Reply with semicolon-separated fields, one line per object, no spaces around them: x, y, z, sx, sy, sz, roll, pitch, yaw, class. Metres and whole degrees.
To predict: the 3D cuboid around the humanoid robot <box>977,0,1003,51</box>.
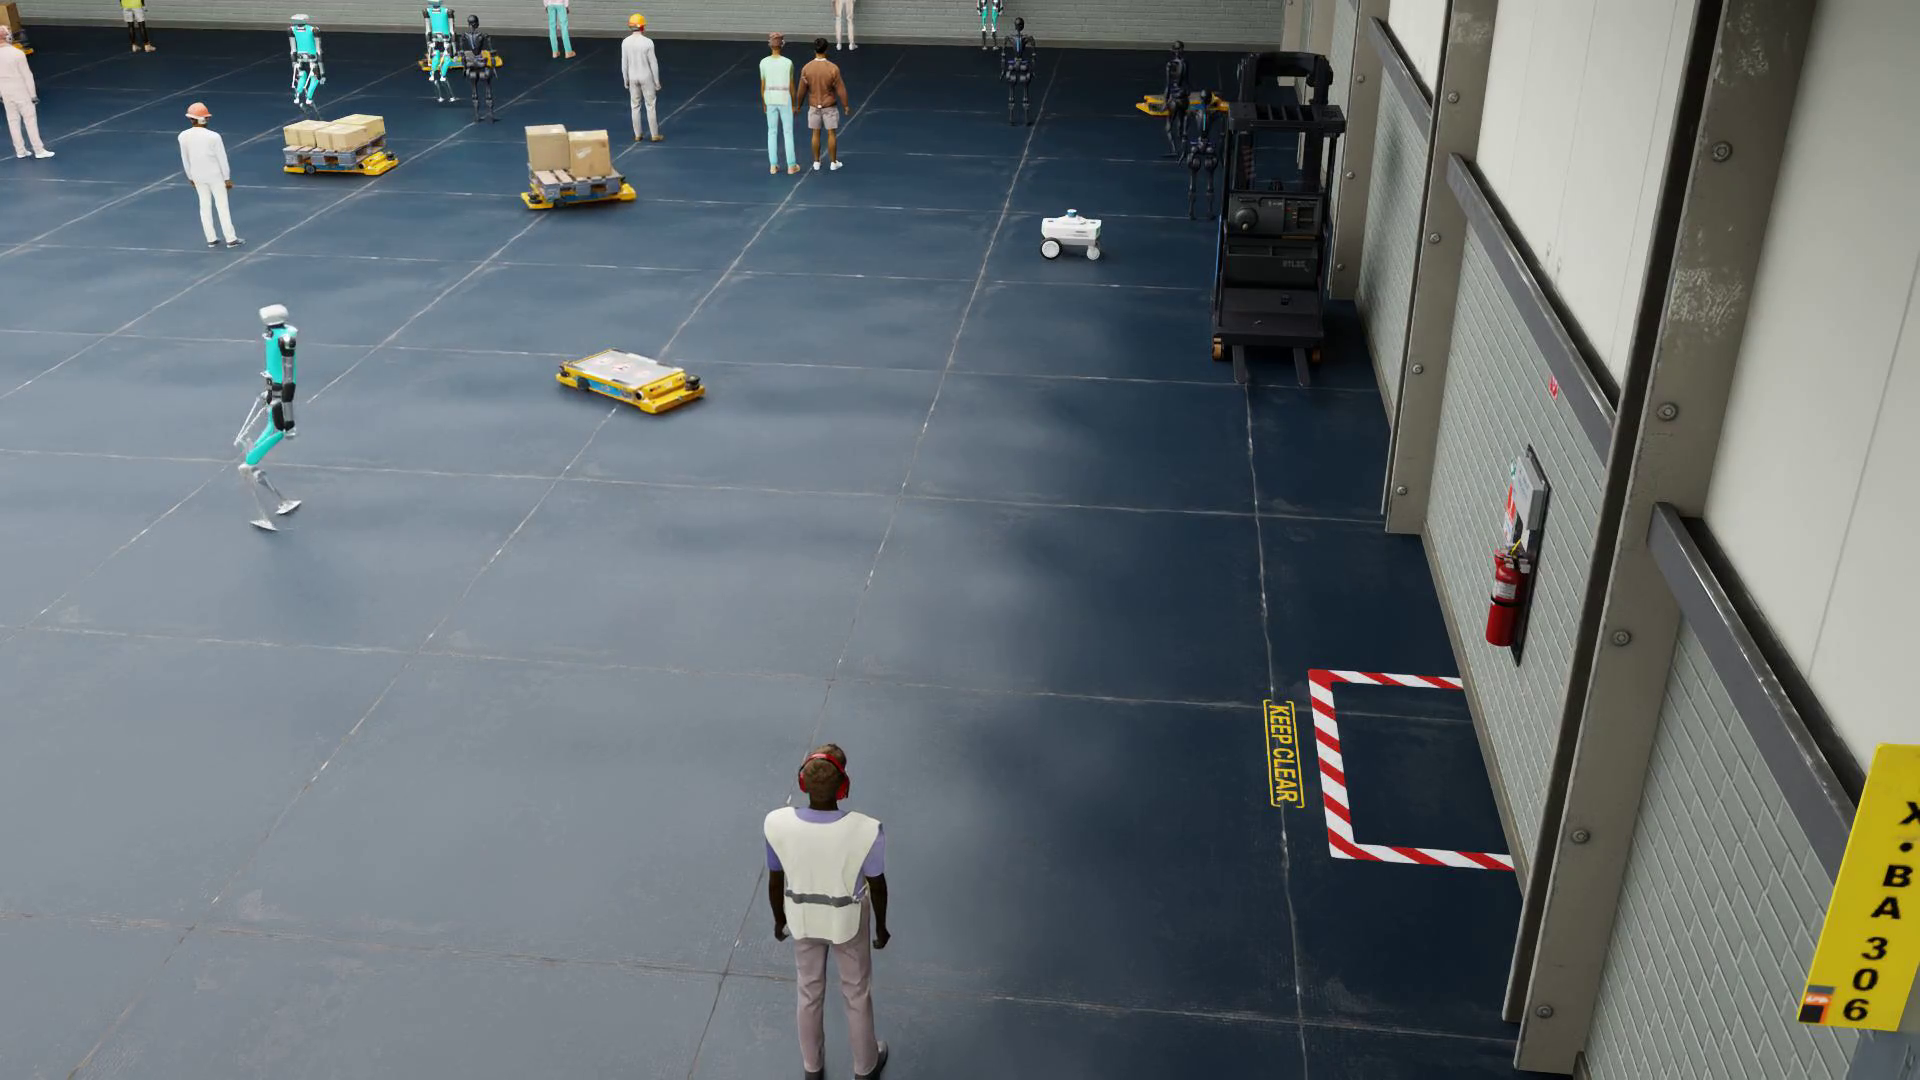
0.551;-10.155;31.624;0.533;1.675;0.735;3;27;6;humanoid robot

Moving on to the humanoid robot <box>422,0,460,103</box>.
-8.616;-8.057;27.434;0.533;1.677;0.735;3;27;6;humanoid robot

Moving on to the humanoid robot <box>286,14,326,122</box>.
-10.212;-7.266;25.855;0.533;1.677;0.735;3;27;6;humanoid robot

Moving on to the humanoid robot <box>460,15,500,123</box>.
-7.706;-7.544;26.610;0.599;1.657;0.315;3;27;6;humanoid robot

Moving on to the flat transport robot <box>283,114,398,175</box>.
-8.950;-5.469;24.056;1.431;0.231;0.659;3;27;6;flat transport robot

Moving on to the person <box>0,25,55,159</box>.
-13.836;-6.562;24.412;0.642;1.909;0.404;4;27;8;person

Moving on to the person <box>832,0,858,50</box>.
-2.263;-10.484;32.274;0.500;1.878;0.408;4;27;8;person

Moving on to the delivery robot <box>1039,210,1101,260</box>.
1.353;-3.728;20.229;0.739;0.566;0.499;3;27;6;delivery robot

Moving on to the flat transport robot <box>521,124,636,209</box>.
-5.182;-4.720;22.562;1.431;0.231;0.659;-11;29;-21;flat transport robot

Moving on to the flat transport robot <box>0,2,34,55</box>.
-18.626;-9.385;31.874;1.431;0.231;0.659;3;27;6;flat transport robot

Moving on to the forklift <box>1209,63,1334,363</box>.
3.241;-3.477;17.183;1.129;2.768;1.873;3;27;6;forklift

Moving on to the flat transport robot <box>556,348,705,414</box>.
-3.233;-1.568;16.269;1.431;0.231;0.659;19;32;33;flat transport robot

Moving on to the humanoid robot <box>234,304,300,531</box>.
-5.676;-0.968;13.423;0.868;1.769;0.603;-16;31;-28;humanoid robot

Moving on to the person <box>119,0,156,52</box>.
-15.956;-10.293;32.088;0.534;1.698;0.322;4;27;8;person

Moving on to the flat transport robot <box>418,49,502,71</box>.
-9.311;-8.931;30.967;1.431;0.231;0.659;-11;29;-21;flat transport robot

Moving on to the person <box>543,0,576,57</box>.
-7.658;-10.146;31.563;0.490;1.913;0.372;4;27;8;person

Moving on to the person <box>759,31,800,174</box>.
-2.575;-6.190;23.592;0.484;1.978;0.411;4;27;8;person

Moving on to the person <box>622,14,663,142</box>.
-4.867;-7.041;25.383;0.571;1.891;0.376;4;27;8;person

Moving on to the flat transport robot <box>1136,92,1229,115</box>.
3.709;-7.228;27.569;1.431;0.231;0.659;-8;28;-16;flat transport robot

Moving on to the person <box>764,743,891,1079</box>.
-0.616;1.794;7.795;0.563;1.846;0.397;4;27;8;person

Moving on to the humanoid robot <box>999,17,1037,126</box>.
0.921;-7.433;26.390;0.599;1.657;0.315;3;27;6;humanoid robot

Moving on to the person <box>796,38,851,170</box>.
-1.979;-6.237;23.817;0.790;1.856;0.403;4;27;8;person

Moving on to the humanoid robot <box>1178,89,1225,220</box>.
3.131;-4.990;21.512;0.599;1.657;0.315;3;27;6;humanoid robot

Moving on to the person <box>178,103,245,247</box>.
-9.207;-4.470;20.407;0.563;1.747;0.336;4;27;8;person

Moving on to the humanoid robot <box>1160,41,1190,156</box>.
3.219;-6.529;24.592;0.369;1.641;0.601;20;33;34;humanoid robot
